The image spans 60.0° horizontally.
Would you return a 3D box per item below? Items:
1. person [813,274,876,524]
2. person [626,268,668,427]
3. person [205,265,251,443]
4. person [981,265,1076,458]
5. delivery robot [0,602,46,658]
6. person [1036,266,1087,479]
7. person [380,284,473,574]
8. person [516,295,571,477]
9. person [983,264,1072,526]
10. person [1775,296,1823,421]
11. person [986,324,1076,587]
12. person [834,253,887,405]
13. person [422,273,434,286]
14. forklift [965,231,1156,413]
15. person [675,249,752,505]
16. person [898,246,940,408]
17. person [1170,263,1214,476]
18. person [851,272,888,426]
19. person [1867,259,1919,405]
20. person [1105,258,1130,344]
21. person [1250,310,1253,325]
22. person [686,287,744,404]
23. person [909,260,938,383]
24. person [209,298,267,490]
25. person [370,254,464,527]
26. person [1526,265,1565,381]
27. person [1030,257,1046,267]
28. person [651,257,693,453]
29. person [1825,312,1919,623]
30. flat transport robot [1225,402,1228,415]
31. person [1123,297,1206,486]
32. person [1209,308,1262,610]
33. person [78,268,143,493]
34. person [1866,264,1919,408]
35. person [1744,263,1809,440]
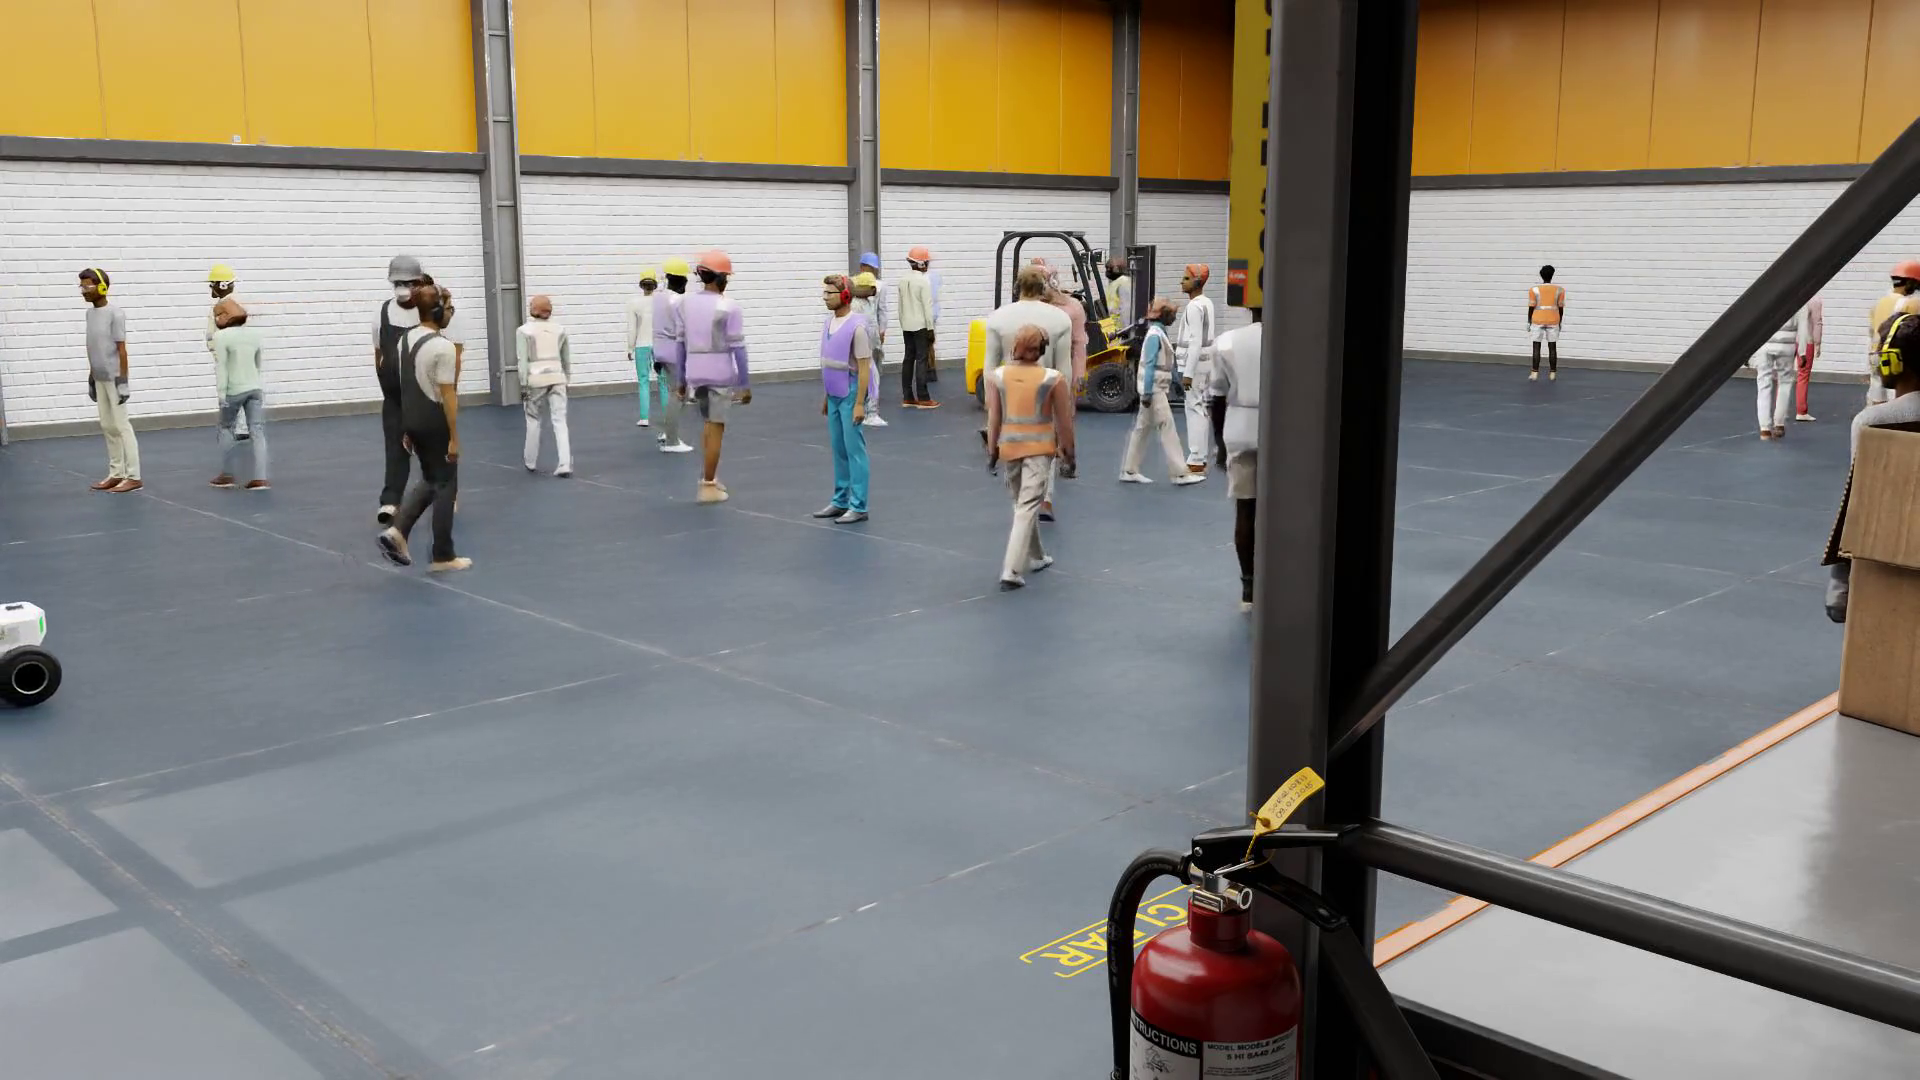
[{"bbox_3d":[-0.844,-1.048,12.384,0.396,1.847,0.564,-6,12,-30],"label":"person"},{"bbox_3d":[-3.464,-2.150,18.619,0.533,1.767,0.326,-4,11,-20],"label":"person"},{"bbox_3d":[-7.532,-1.909,17.119,0.404,1.830,0.601,-6,12,-30],"label":"person"},{"bbox_3d":[0.653,-1.693,15.886,0.869,1.859,0.727,0,10,1],"label":"person"},{"bbox_3d":[-4.546,0.447,7.505,0.707,0.478,0.477,-10,14,-43],"label":"delivery robot"},{"bbox_3d":[0.759,-1.433,14.453,0.641,1.860,0.751,1,10,5],"label":"person"},{"bbox_3d":[-3.343,-0.675,10.397,0.543,1.830,0.491,8,13,36],"label":"person"},{"bbox_3d":[-3.705,-1.371,14.815,0.537,1.598,0.844,-7,12,-33],"label":"person"},{"bbox_3d":[0.481,-1.033,12.113,0.634,1.926,0.472,-1,10,-7],"label":"person"},{"bbox_3d":[9.671,-2.252,19.165,0.305,1.772,0.525,-7,12,-32],"label":"person"},{"bbox_3d":[0.432,-0.526,10.243,0.536,1.592,0.875,5,12,26],"label":"person"},{"bbox_3d":[-1.265,-2.655,20.978,0.684,1.913,0.576,-2,11,-9],"label":"person"},{"bbox_3d":[-6.172,-2.236,19.274,0.533,1.697,0.319,9,14,40],"label":"person"},{"bbox_3d":[1.222,-2.721,20.561,2.313,2.155,1.214,2,11,13],"label":"forklift"},{"bbox_3d":[-1.927,-1.297,13.273,0.634,2.018,0.639,6,12,28],"label":"person"},{"bbox_3d":[-0.519,-2.629,20.599,0.378,1.996,0.611,-9,13,-39],"label":"person"},{"bbox_3d":[2.082,-1.513,14.817,0.346,1.884,0.584,3,11,17],"label":"person"},{"bbox_3d":[-0.992,-2.133,18.658,0.658,1.723,0.489,3,11,14],"label":"person"},{"bbox_3d":[8.507,-1.591,15.144,0.374,1.934,0.557,-1,10,-5],"label":"person"},{"bbox_3d":[2.047,-2.801,22.001,0.475,1.829,0.639,-1,10,-7],"label":"person"},{"bbox_3d":[2.986,-1.642,15.750,0.499,1.821,0.972,6,12,28],"label":"person"},{"bbox_3d":[-3.112,-2.508,21.026,0.791,1.581,0.497,-2,11,-13],"label":"person"},{"bbox_3d":[-0.483,-3.234,24.221,0.380,1.902,0.731,3,11,18],"label":"person"},{"bbox_3d":[-6.104,-1.225,13.989,0.683,1.597,0.521,5,12,27],"label":"person"},{"bbox_3d":[-4.017,-1.123,12.270,0.691,2.000,1.024,0,10,-2],"label":"person"},{"bbox_3d":[8.605,-3.190,24.466,0.537,1.698,0.320,1,10,7],"label":"person"},{"bbox_3d":[1.045,-2.771,21.815,1.011,1.842,0.682,1,10,8],"label":"person"},{"bbox_3d":[-2.759,-1.804,16.325,0.477,1.909,0.629,-7,13,-35],"label":"person"},{"bbox_3d":[3.379,0.116,6.012,0.513,1.861,0.327,-2,11,-12],"label":"person"},{"bbox_3d":[3.727,-1.493,19.113,1.431,0.197,0.652,4,11,23],"label":"flat transport robot"},{"bbox_3d":[1.764,-1.258,14.191,0.781,1.603,0.513,2,11,9],"label":"person"},{"bbox_3d":[1.729,-0.577,9.500,0.620,1.952,0.481,4,11,20],"label":"person"},{"bbox_3d":[-7.098,-1.321,13.856,0.519,1.859,0.318,7,12,32],"label":"person"},{"bbox_3d":[10.817,-2.255,19.026,0.639,1.829,0.629,-4,11,-19],"label":"person"},{"bbox_3d":[8.559,-1.991,17.471,0.620,1.861,0.689,5,12,26],"label":"person"}]
